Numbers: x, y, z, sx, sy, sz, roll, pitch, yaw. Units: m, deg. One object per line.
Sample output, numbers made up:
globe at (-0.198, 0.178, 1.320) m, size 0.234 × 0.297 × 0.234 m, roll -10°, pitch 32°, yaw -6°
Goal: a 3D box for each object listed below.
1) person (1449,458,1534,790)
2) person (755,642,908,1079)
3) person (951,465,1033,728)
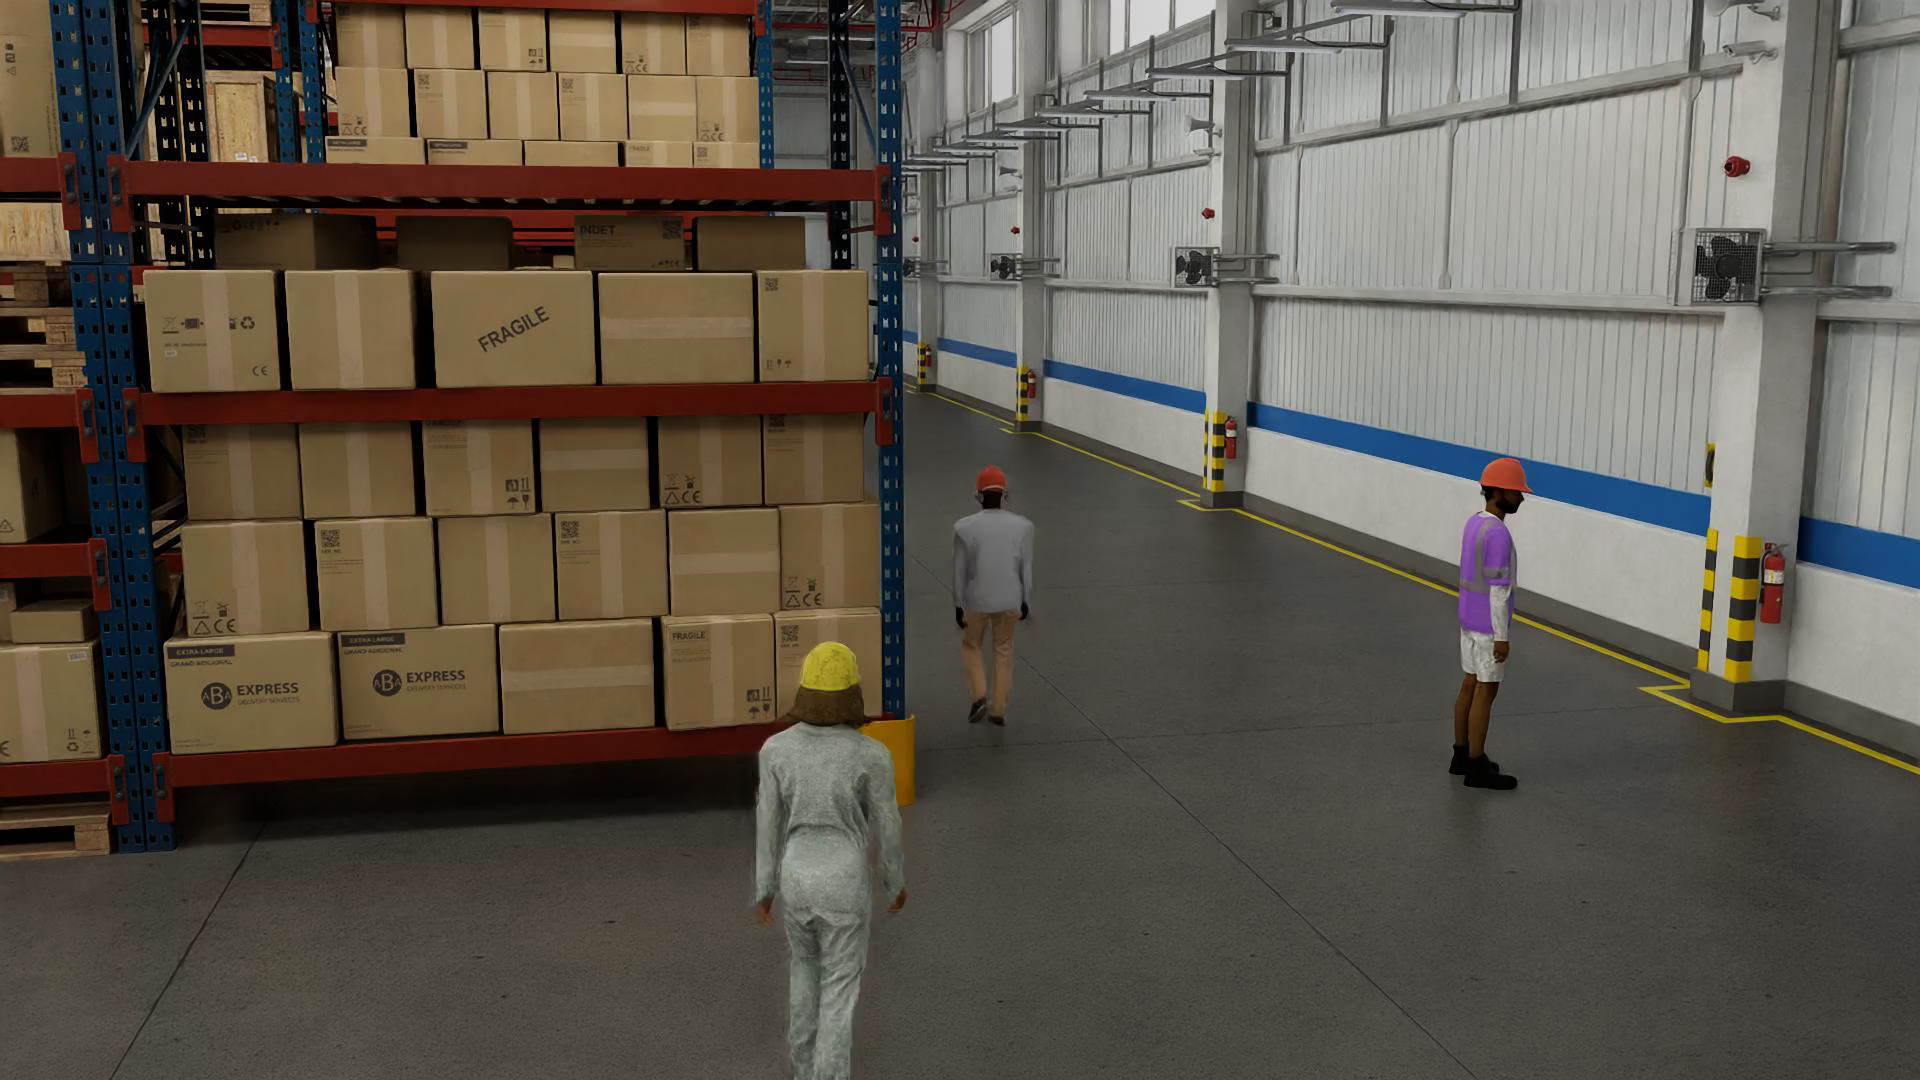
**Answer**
person at (3.116, 0.481, 9.744) m, size 0.368 × 1.933 × 0.551 m, roll 0°, pitch 9°, yaw 0°
person at (-0.448, 1.213, 5.939) m, size 0.499 × 1.725 × 0.647 m, roll 3°, pitch 10°, yaw 17°
person at (0.208, 0.376, 10.965) m, size 0.566 × 1.739 × 0.373 m, roll -2°, pitch 9°, yaw -11°
